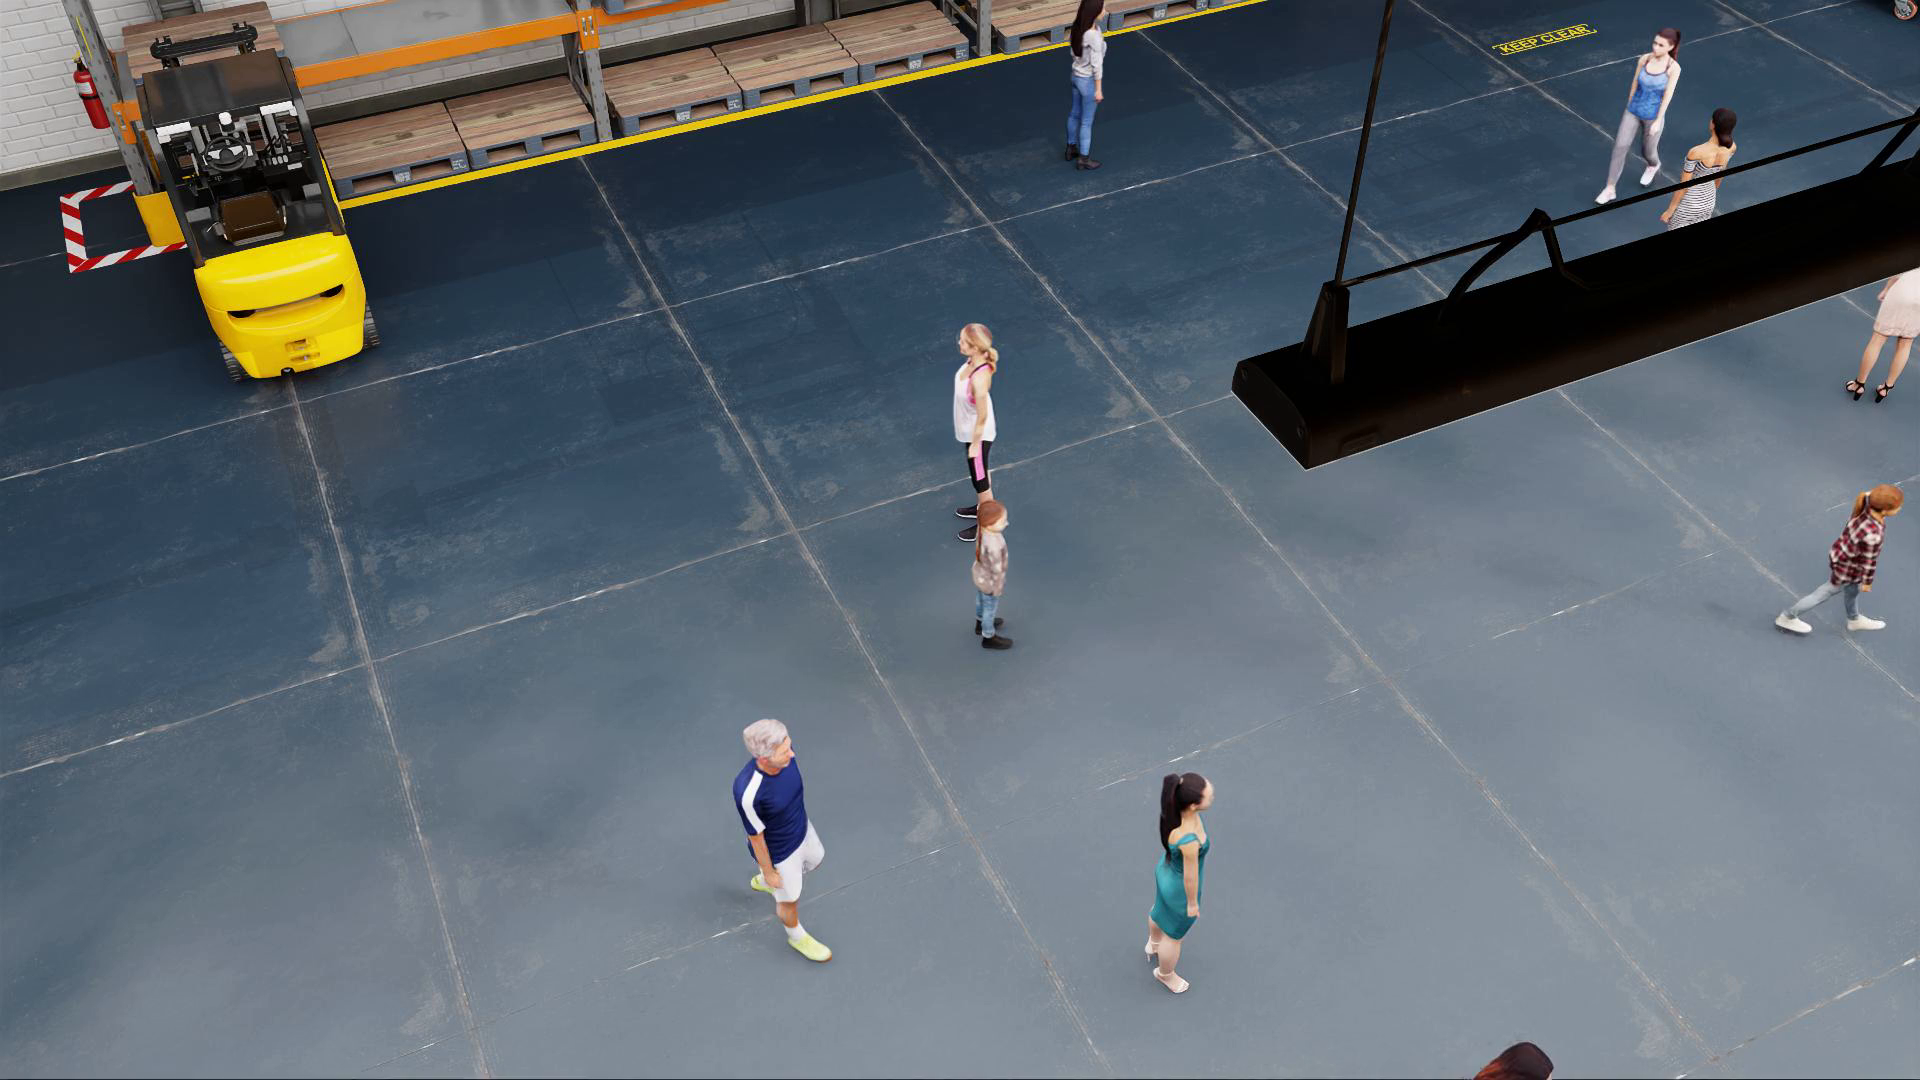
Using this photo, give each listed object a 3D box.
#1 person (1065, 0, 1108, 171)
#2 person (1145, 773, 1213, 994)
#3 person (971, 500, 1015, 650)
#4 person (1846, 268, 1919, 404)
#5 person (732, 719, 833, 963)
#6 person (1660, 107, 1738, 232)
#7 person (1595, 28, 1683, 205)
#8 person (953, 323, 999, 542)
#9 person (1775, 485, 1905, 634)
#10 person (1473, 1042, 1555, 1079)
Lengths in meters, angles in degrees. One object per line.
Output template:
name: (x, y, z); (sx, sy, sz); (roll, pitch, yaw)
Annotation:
person: (1.120, -4.128, 14.984); (0.496, 1.631, 0.598); (-18, 47, -18)
person: (1.148, 1.787, 8.731); (0.576, 1.691, 0.598); (-5, 44, -5)
person: (0.184, 0.212, 10.744); (0.512, 1.194, 0.510); (-10, 44, -10)
person: (7.086, -1.796, 12.405); (0.627, 1.811, 0.709); (10, 44, 10)
person: (-1.009, 1.565, 8.865); (0.977, 1.828, 0.928); (18, 46, 18)
person: (5.839, -2.612, 13.253); (0.478, 1.822, 0.667); (-15, 46, -15)
person: (6.056, -3.732, 14.599); (1.081, 1.587, 0.779); (-34, 53, -30)
person: (0.126, -0.734, 11.308); (0.659, 1.787, 0.686); (-1, 44, -1)
person: (5.685, 0.149, 10.757); (0.962, 1.269, 0.877); (12, 45, 12)
person: (2.397, 2.794, 7.704); (0.624, 1.649, 0.692); (-17, 46, -17)
